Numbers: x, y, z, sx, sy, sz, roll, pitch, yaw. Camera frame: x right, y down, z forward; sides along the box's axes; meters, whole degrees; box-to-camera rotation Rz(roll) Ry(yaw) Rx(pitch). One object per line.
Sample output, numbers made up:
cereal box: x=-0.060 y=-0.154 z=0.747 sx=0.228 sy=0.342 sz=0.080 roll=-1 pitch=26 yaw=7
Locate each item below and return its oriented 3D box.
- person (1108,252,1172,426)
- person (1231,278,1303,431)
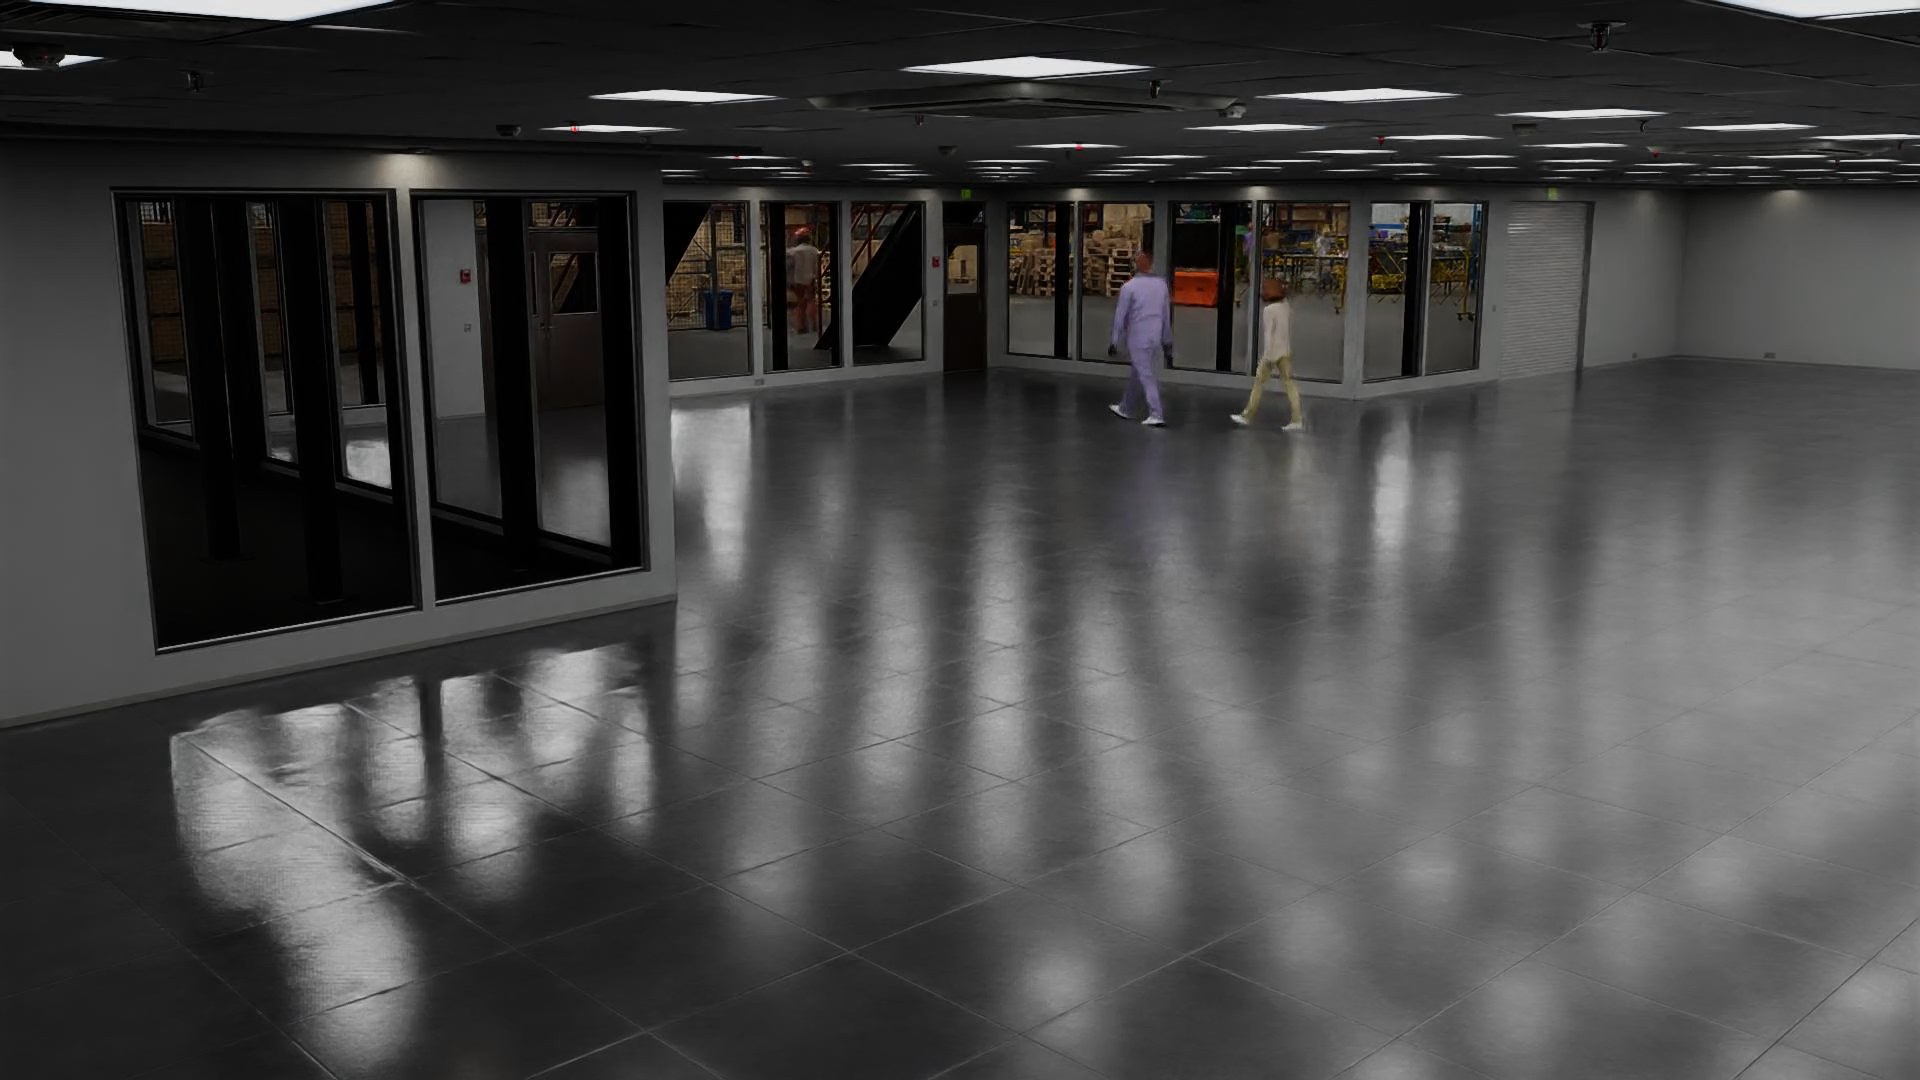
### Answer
person: x=1.922 y=-2.178 z=18.017 sx=0.668 sy=1.848 sz=1.009 roll=-9 pitch=14 yaw=-37
person: x=3.301 y=-1.956 z=17.555 sx=0.510 sy=1.590 sz=0.840 roll=-10 pitch=15 yaw=-42
